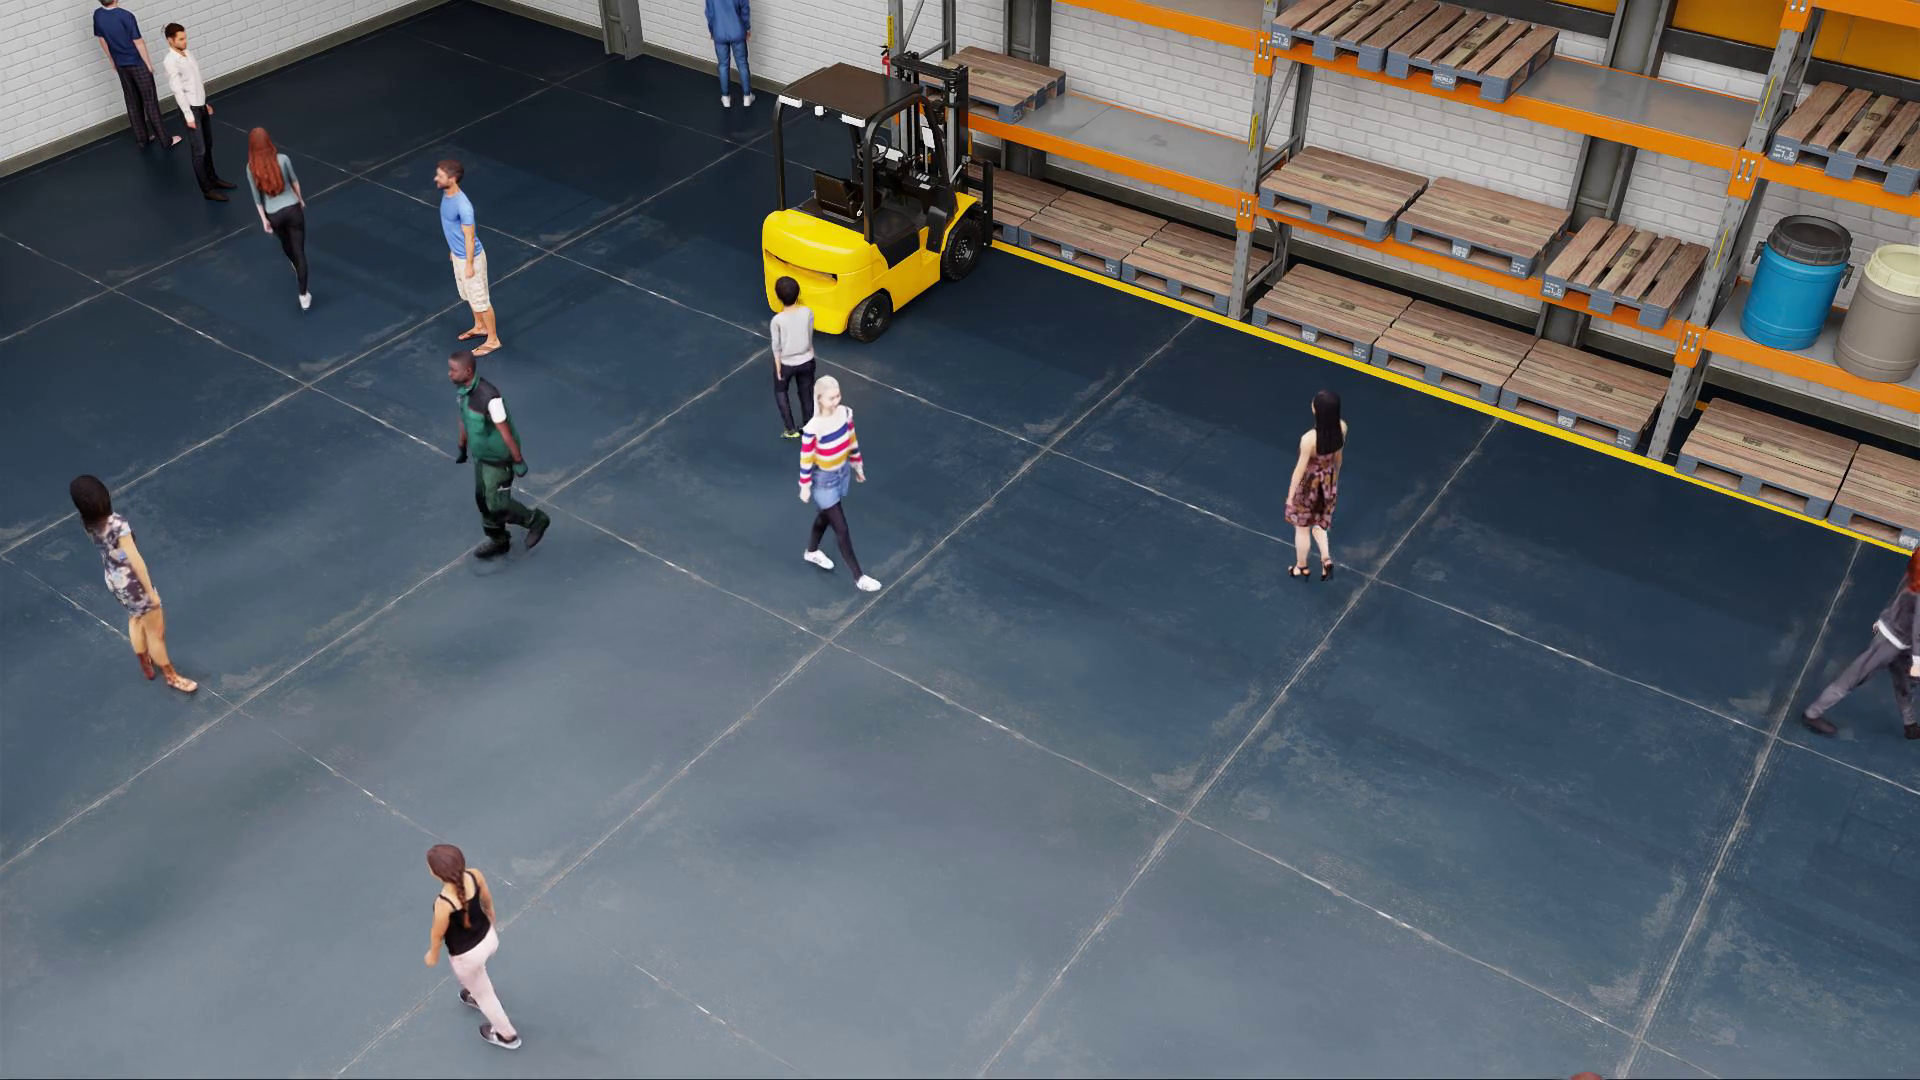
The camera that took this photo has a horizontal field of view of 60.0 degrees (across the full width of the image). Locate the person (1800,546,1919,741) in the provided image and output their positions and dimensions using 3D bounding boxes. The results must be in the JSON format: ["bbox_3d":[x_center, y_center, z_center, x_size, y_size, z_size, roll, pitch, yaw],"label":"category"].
[{"bbox_3d":[6.083,0.671,11.039,1.168,1.729,0.765,14,41,17],"label":"person"}]

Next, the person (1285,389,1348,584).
[{"bbox_3d":[2.665,-0.322,12.251,0.754,1.767,0.875,-24,44,-27],"label":"person"}]

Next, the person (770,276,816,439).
[{"bbox_3d":[-1.345,-1.439,13.833,0.641,1.538,0.672,-16,41,-19],"label":"person"}]

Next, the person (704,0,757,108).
[{"bbox_3d":[-2.665,-5.904,19.210,0.712,1.807,0.814,-1,39,-1],"label":"person"}]

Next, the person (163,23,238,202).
[{"bbox_3d":[-8.018,-4.484,17.383,0.756,1.867,0.742,0,39,0],"label":"person"}]

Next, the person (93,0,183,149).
[{"bbox_3d":[-9.128,-5.230,18.313,0.644,1.871,0.793,6,39,7],"label":"person"}]

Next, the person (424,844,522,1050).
[{"bbox_3d":[-2.639,2.269,9.184,0.782,1.546,0.615,14,41,16],"label":"person"}]

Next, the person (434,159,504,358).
[{"bbox_3d":[-4.449,-2.578,14.999,0.782,1.863,0.633,-23,44,-26],"label":"person"}]

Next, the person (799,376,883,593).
[{"bbox_3d":[-1.035,-0.467,12.429,1.025,1.771,0.662,24,45,27],"label":"person"}]

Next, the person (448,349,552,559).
[{"bbox_3d":[-3.532,-0.636,12.596,0.934,1.827,0.902,-26,45,-29],"label":"person"}]

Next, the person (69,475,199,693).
[{"bbox_3d":[-5.698,0.340,11.462,0.453,1.718,0.804,32,48,33],"label":"person"}]

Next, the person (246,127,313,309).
[{"bbox_3d":[-6.342,-2.997,15.668,1.009,1.683,1.203,-13,41,-16],"label":"person"}]
